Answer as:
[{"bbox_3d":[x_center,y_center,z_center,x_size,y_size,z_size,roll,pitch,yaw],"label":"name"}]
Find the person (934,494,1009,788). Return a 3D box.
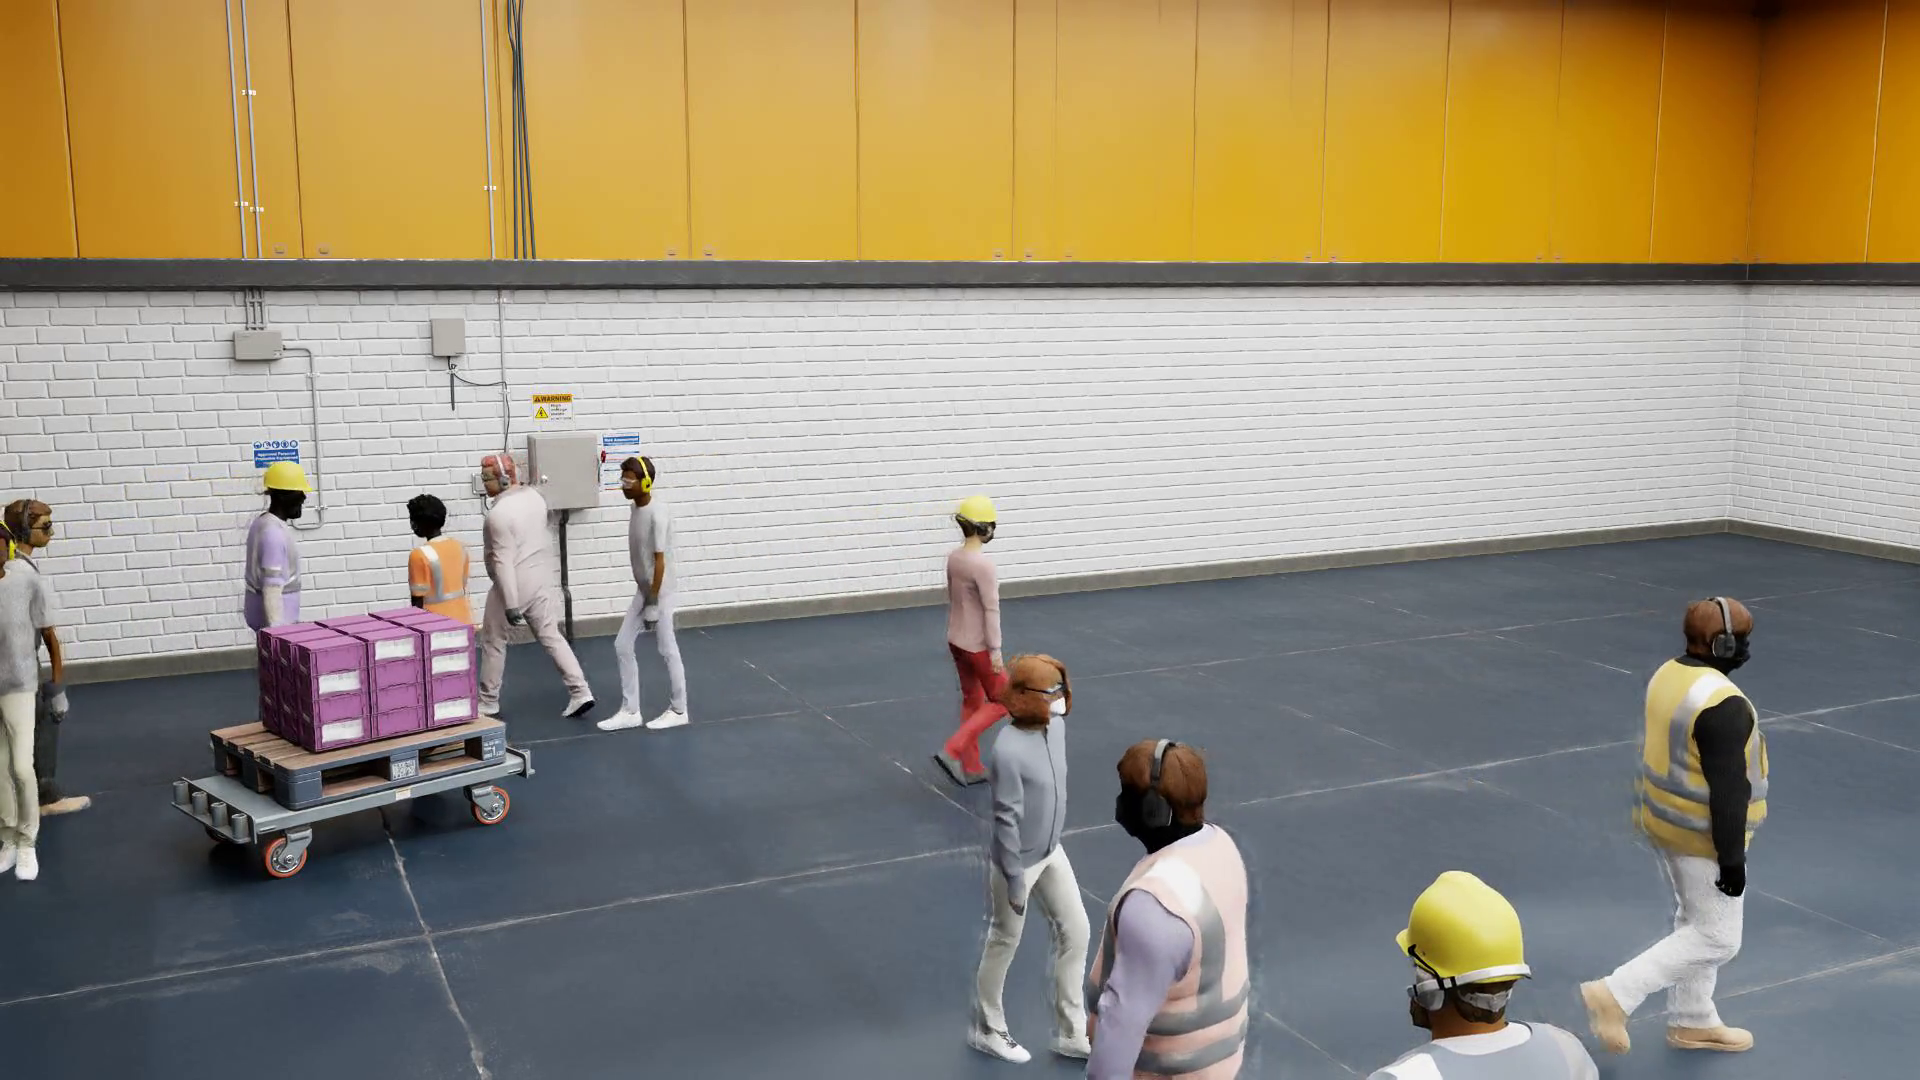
[{"bbox_3d":[0.077,0.607,9.689,0.422,1.753,0.552,-4,10,-25],"label":"person"}]

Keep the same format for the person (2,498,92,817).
[{"bbox_3d":[-5.262,0.680,9.121,0.702,1.813,0.534,-9,13,-43],"label":"person"}]

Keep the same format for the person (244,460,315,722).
[{"bbox_3d":[-4.095,0.471,10.055,0.443,1.905,0.583,-5,10,-27],"label":"person"}]

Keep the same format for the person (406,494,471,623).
[{"bbox_3d":[-3.176,0.540,10.322,0.535,1.675,0.541,3,10,16],"label":"person"}]

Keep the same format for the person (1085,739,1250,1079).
[{"bbox_3d":[0.554,1.424,4.507,0.963,1.796,0.639,3,10,20],"label":"person"}]

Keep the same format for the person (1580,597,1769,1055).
[{"bbox_3d":[2.759,1.113,6.344,0.634,1.820,0.637,1,9,5],"label":"person"}]

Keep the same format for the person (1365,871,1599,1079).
[{"bbox_3d":[1.005,1.576,3.435,0.602,1.830,0.404,-5,10,-28],"label":"person"}]

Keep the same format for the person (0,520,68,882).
[{"bbox_3d":[-4.793,0.788,8.277,0.562,1.839,0.598,-2,9,-12],"label":"person"}]

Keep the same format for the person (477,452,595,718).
[{"bbox_3d":[-2.946,0.317,11.223,0.999,1.848,0.640,3,10,19],"label":"person"}]

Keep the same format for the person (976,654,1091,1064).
[{"bbox_3d":[0.337,1.226,6.263,0.681,1.608,0.532,6,11,32],"label":"person"}]

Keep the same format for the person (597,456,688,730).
[{"bbox_3d":[-2.107,0.370,10.898,0.735,1.836,0.552,-6,11,-35],"label":"person"}]
